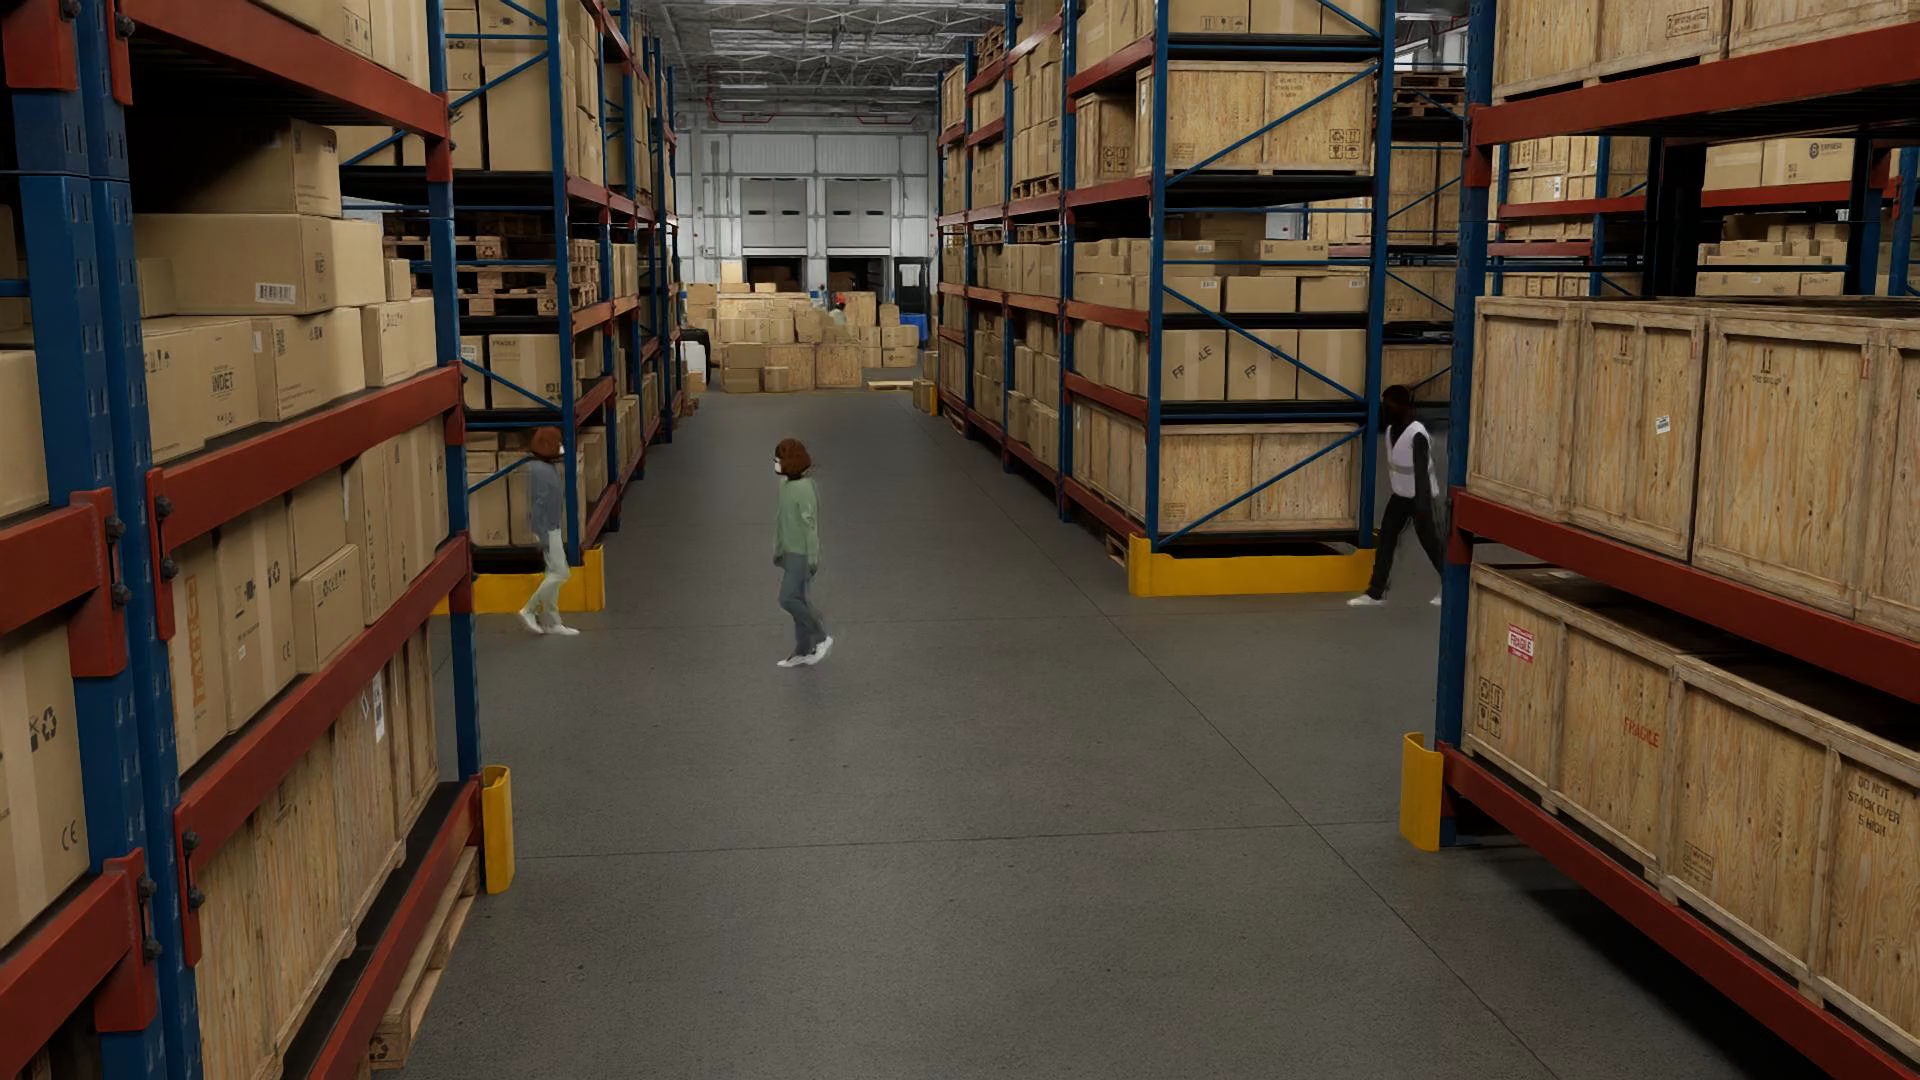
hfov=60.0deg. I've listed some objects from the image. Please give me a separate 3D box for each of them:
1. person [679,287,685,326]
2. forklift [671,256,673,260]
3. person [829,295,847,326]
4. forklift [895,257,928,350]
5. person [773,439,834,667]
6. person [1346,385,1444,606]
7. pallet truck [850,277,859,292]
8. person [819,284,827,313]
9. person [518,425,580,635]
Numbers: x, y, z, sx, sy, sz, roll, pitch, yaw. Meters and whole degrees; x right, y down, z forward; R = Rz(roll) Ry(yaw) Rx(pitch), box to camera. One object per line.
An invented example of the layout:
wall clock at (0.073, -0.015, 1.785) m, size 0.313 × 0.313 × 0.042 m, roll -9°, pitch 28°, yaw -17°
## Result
person at (-9.602, -7.703, 56.348) m, size 0.984 × 1.889 × 0.650 m, roll -5°, pitch 11°, yaw -28°
forklift at (-11.330, -9.537, 64.090) m, size 1.129 × 2.768 × 1.873 m, roll -1°, pitch 10°, yaw -7°
person at (-2.861, -4.683, 38.455) m, size 0.625 × 1.973 × 0.630 m, roll 5°, pitch 11°, yaw 28°
forklift at (-1.494, -7.211, 50.544) m, size 1.129 × 2.768 × 1.873 m, roll 1°, pitch 10°, yaw 7°
person at (-1.159, 0.103, 11.615) m, size 0.353 × 1.622 × 0.510 m, roll -4°, pitch 11°, yaw -22°
person at (3.727, -0.353, 13.659) m, size 0.971 × 1.850 × 0.631 m, roll -2°, pitch 10°, yaw -13°
pallet truck at (-3.782, -9.391, 65.808) m, size 1.885 × 1.965 × 0.823 m, roll 2°, pitch 10°, yaw 10°
person at (-5.846, -10.114, 71.097) m, size 0.369 × 1.627 × 0.522 m, roll -2°, pitch 10°, yaw -12°
person at (-3.086, -0.060, 12.546) m, size 0.361 × 1.621 × 0.517 m, roll 0°, pitch 10°, yaw -3°
